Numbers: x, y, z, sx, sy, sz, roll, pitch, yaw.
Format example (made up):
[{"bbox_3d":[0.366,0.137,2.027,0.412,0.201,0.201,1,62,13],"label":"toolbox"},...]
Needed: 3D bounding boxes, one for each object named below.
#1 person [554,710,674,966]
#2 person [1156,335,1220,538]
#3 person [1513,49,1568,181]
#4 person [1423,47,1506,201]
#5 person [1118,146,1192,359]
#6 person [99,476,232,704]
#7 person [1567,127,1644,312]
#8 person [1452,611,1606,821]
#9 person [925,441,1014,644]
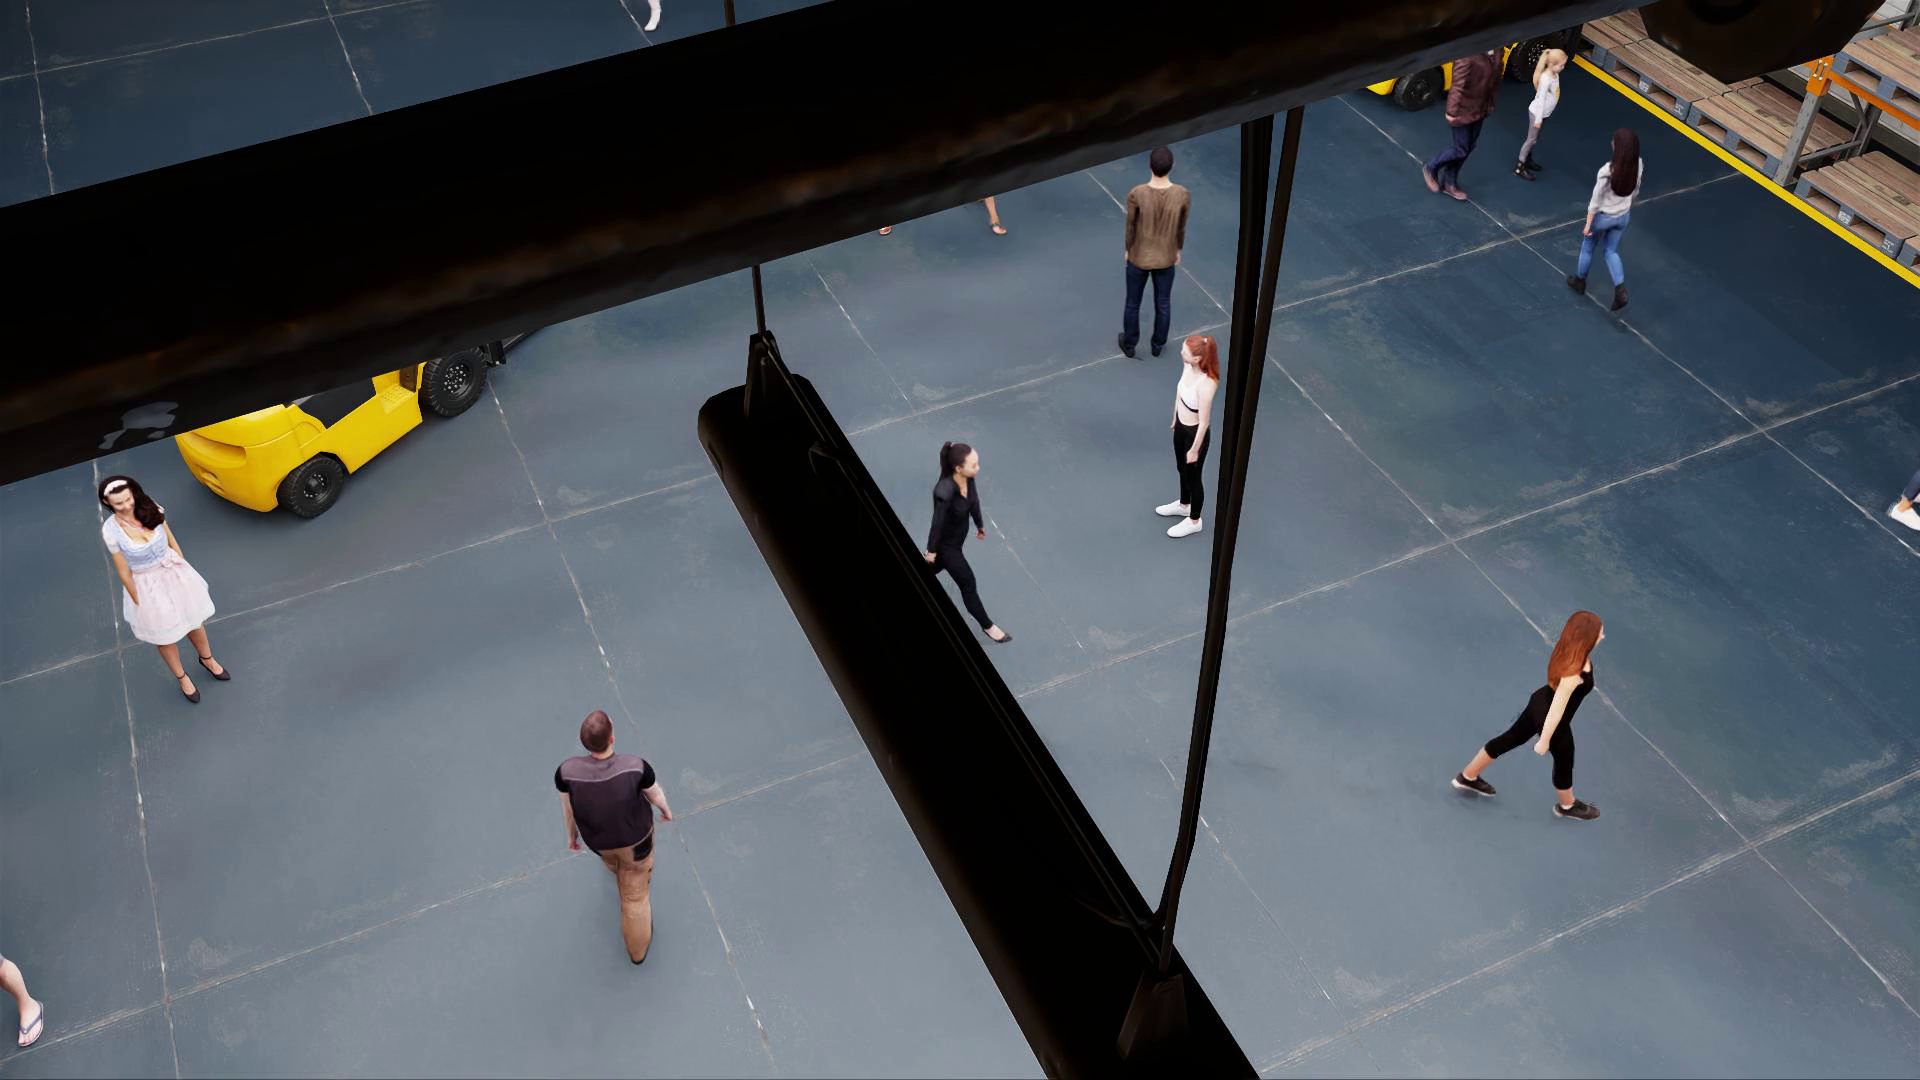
[{"bbox_3d":[-1.902,1.682,9.133,1.003,1.806,1.200,0,44,0],"label":"person"},{"bbox_3d":[1.639,-0.749,11.731,0.689,1.743,0.524,-9,44,-9],"label":"person"},{"bbox_3d":[5.381,-3.981,15.461,0.637,1.277,0.587,20,47,20],"label":"person"},{"bbox_3d":[4.541,-3.961,15.038,0.842,1.831,0.805,-29,51,-27],"label":"person"},{"bbox_3d":[1.535,-2.270,13.223,0.723,1.886,0.693,-3,44,-3],"label":"person"},{"bbox_3d":[-5.082,0.301,10.574,0.877,1.818,0.834,28,50,26],"label":"person"},{"bbox_3d":[5.436,-2.616,13.787,0.709,1.609,0.973,-11,45,-12],"label":"person"},{"bbox_3d":[3.418,1.036,9.901,1.079,1.682,1.126,8,44,8],"label":"person"},{"bbox_3d":[-0.136,0.014,10.998,1.108,1.649,1.017,17,46,17],"label":"person"}]
